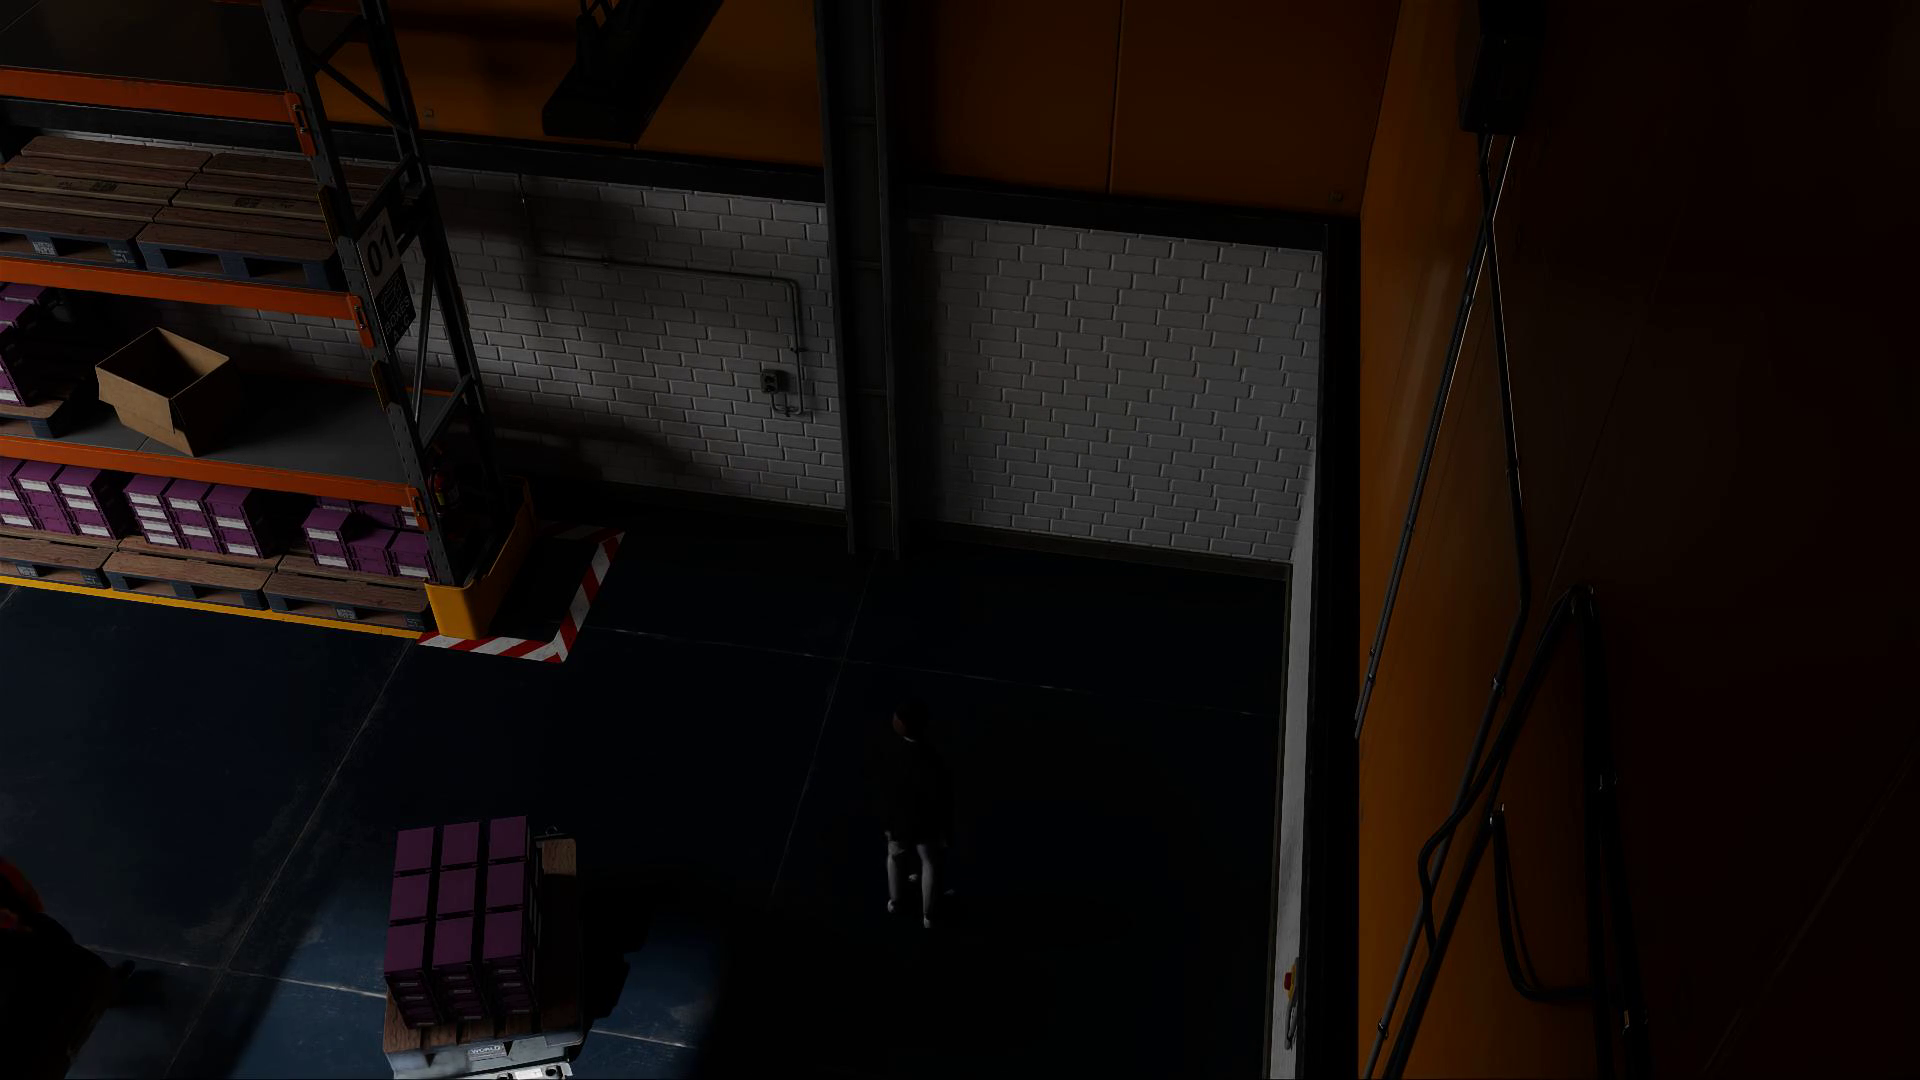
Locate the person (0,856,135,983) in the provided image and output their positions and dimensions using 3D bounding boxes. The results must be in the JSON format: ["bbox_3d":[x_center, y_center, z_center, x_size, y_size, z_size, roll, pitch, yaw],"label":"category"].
[{"bbox_3d":[-5.072,2.092,8.737,1.206,1.861,1.112,30,51,28],"label":"person"}]

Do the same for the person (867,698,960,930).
[{"bbox_3d":[-0.310,1.552,9.314,0.739,1.847,0.882,25,49,24],"label":"person"}]
